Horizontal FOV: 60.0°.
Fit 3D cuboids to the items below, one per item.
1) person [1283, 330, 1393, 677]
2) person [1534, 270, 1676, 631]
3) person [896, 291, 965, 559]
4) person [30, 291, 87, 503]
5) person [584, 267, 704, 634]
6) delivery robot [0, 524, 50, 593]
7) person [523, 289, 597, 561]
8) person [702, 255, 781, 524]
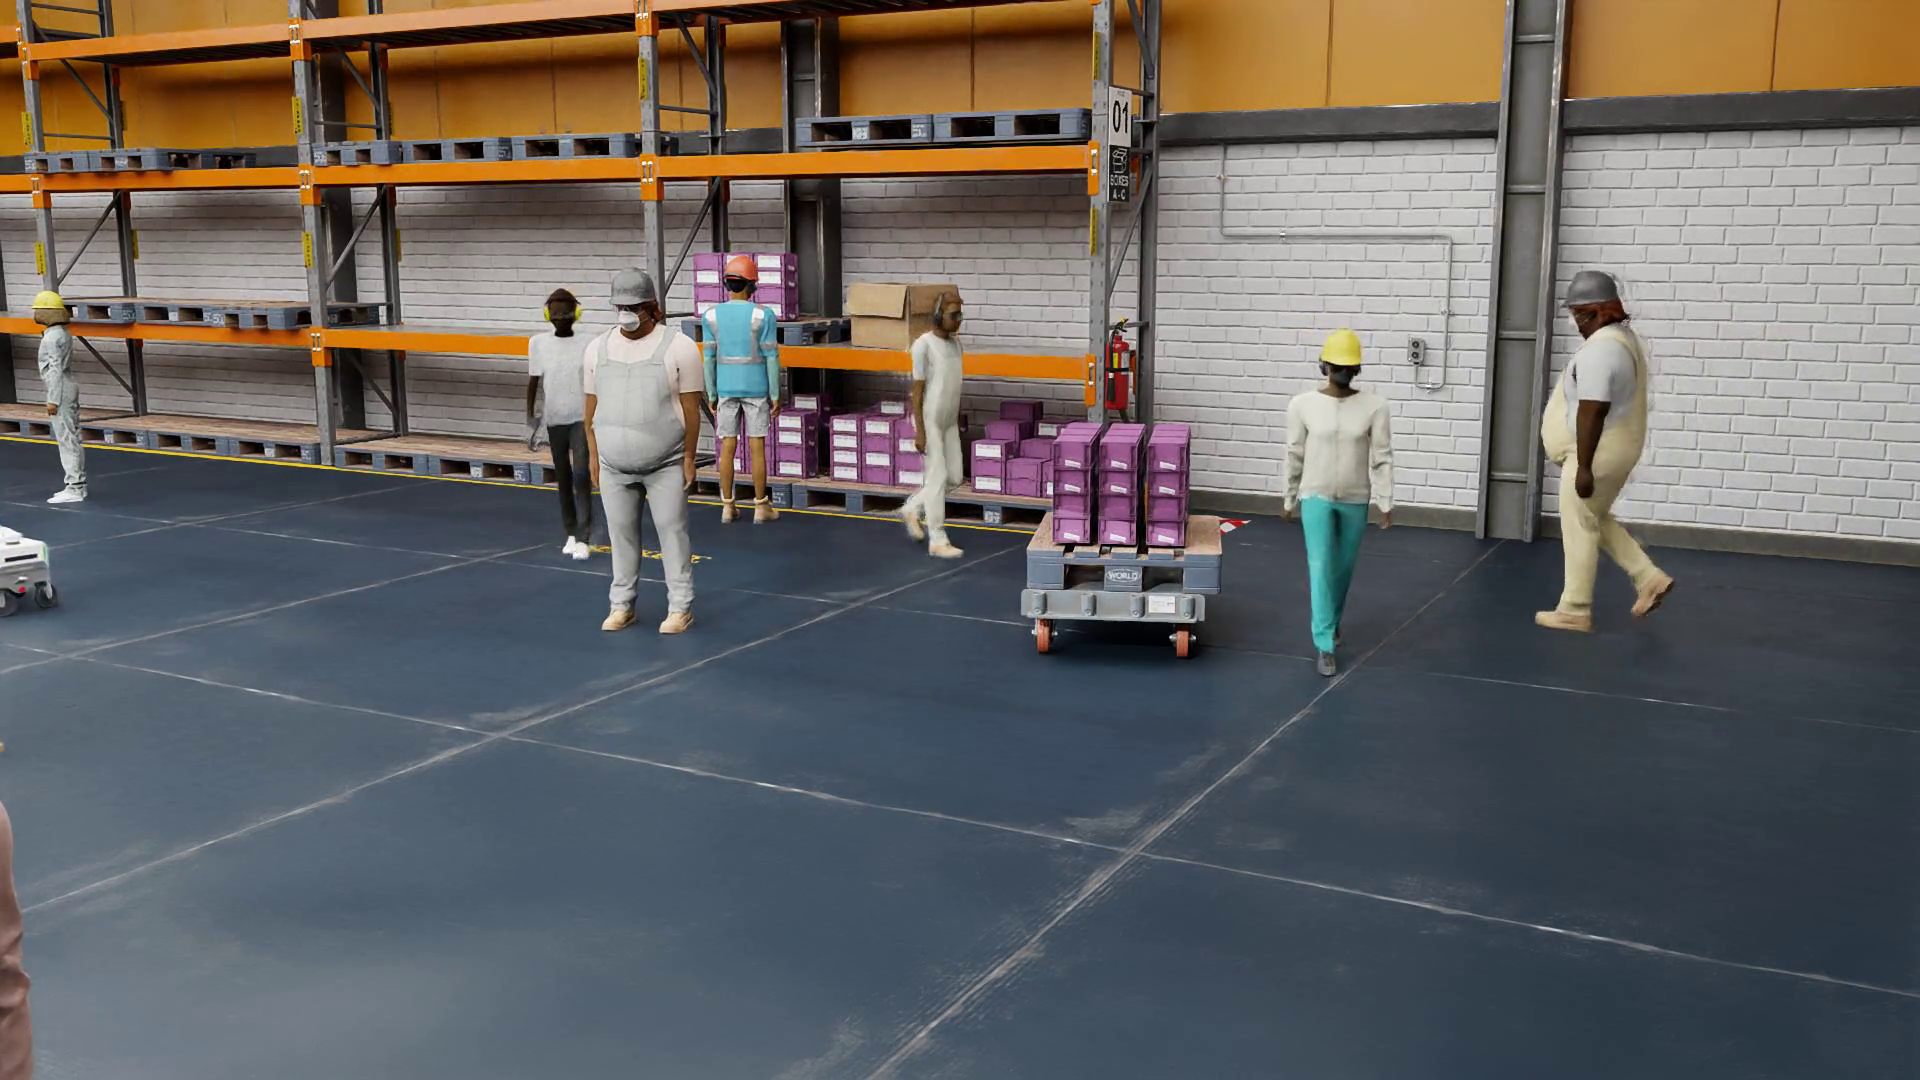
[{"bbox_3d":[1.941,-0.228,8.595,0.533,1.727,0.865,1,10,4],"label":"person"},{"bbox_3d":[3.552,-0.497,9.199,0.654,2.000,0.690,8,13,37],"label":"person"},{"bbox_3d":[-0.199,-0.791,11.422,0.561,1.827,0.516,8,13,38],"label":"person"},{"bbox_3d":[-7.472,-1.183,13.776,0.295,1.744,0.489,-3,11,-18],"label":"person"},{"bbox_3d":[-1.760,-0.489,9.154,0.683,2.000,0.536,2,10,9],"label":"person"},{"bbox_3d":[-5.675,0.095,9.769,0.707,0.478,0.477,8,13,36],"label":"delivery robot"},{"bbox_3d":[-2.680,-0.767,11.251,0.512,1.833,0.872,0,10,-1],"label":"person"},{"bbox_3d":[-1.654,-1.140,12.714,0.607,2.044,0.379,2,11,12],"label":"person"}]
